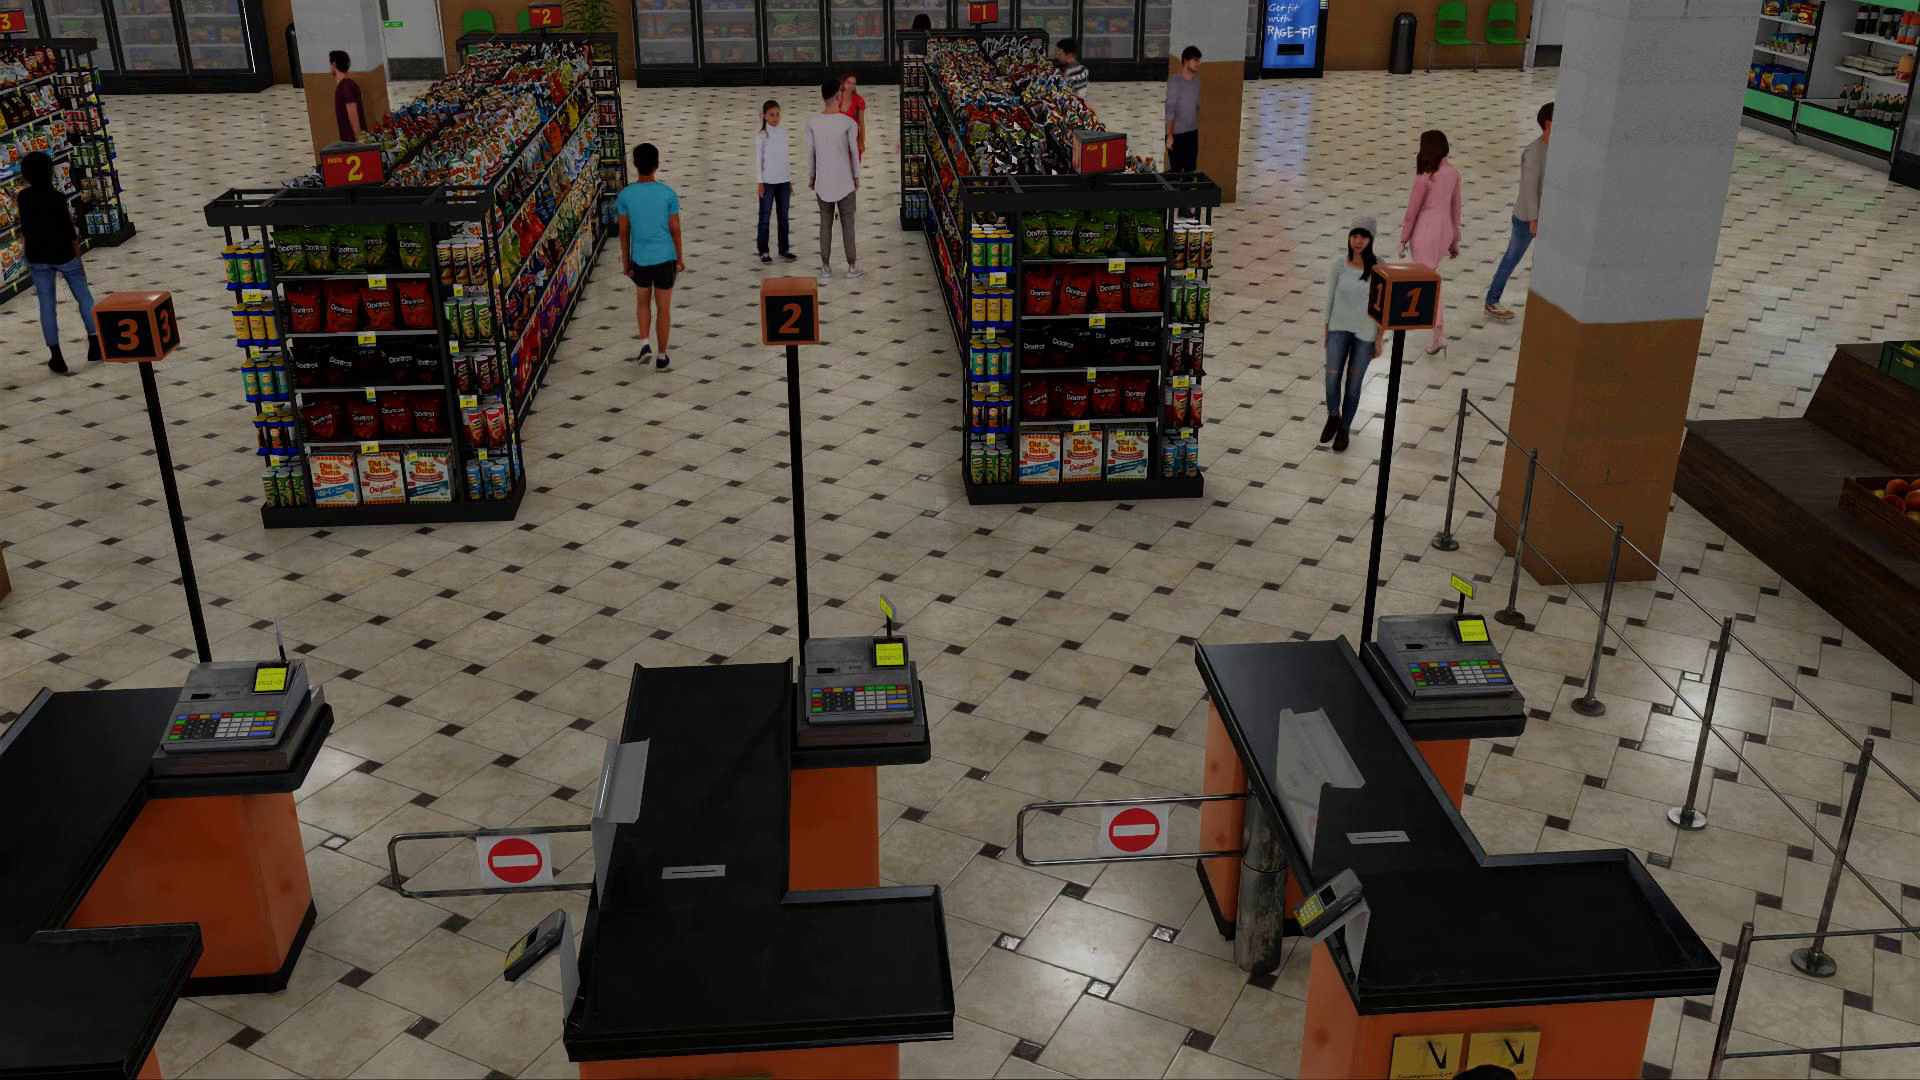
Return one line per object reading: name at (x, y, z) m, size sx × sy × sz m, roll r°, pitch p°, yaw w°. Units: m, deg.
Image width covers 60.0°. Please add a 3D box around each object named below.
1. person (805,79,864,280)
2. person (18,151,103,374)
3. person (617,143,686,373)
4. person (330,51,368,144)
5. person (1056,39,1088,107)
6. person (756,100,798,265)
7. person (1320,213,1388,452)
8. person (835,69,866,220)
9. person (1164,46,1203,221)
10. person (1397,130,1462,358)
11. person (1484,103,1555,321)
person at (-1.172, -3.372, 15.565) m, size 0.713 × 1.835 × 0.648 m, roll 4°, pitch 24°, yaw 8°
person at (-7.069, -2.143, 12.950) m, size 0.624 × 1.678 × 0.730 m, roll -7°, pitch 25°, yaw -16°
person at (-2.368, -2.131, 12.821) m, size 0.619 × 1.760 × 0.640 m, roll -2°, pitch 24°, yaw -4°
person at (-6.233, -4.143, 17.379) m, size 0.877 × 1.792 × 1.130 m, roll -7°, pitch 25°, yaw -15°
person at (1.236, -4.530, 18.212) m, size 0.957 × 1.834 × 0.873 m, roll 21°, pitch 31°, yaw 39°
person at (-1.808, -3.492, 16.184) m, size 0.617 × 1.557 × 0.638 m, roll -15°, pitch 28°, yaw -31°
person at (2.706, -1.425, 11.360) m, size 0.661 × 1.639 × 0.682 m, roll 8°, pitch 25°, yaw 18°
person at (-1.189, -4.298, 18.019) m, size 0.843 × 1.562 × 1.000 m, roll 10°, pitch 26°, yaw 22°
person at (2.300, -4.342, 17.802) m, size 0.888 × 1.817 × 0.995 m, roll -16°, pitch 28°, yaw -32°
person at (3.801, -2.316, 13.249) m, size 0.884 × 1.755 × 1.190 m, roll -10°, pitch 26°, yaw -22°
person at (4.771, -2.727, 14.067) m, size 1.132 × 1.853 × 1.278 m, roll -20°, pitch 30°, yaw -38°
